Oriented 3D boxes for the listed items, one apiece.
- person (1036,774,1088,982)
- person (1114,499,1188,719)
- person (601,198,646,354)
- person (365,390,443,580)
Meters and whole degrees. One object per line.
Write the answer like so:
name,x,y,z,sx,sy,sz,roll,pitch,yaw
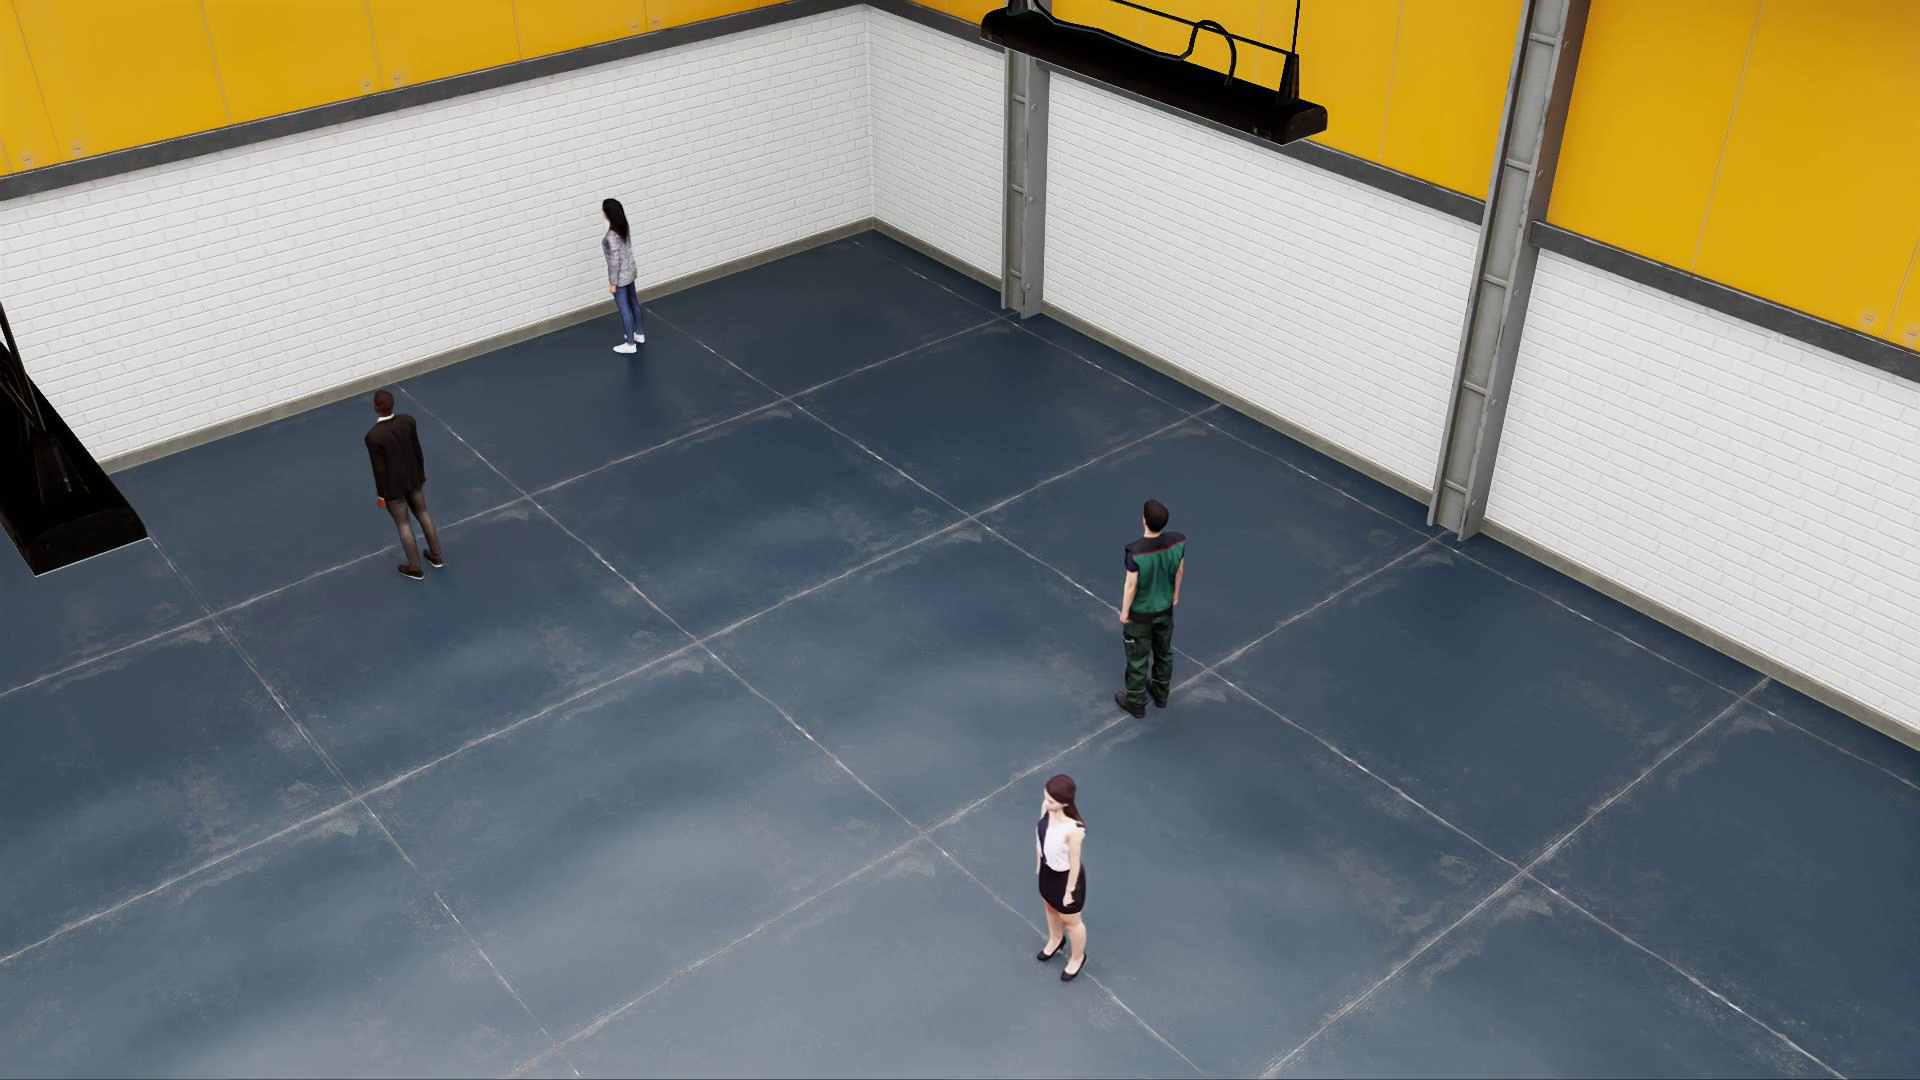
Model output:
person,0.649,2.125,10.517,0.618,1.646,0.476,-22,39,-29
person,1.453,0.518,12.705,0.723,1.900,0.658,-16,37,-23
person,-3.641,-2.869,17.950,0.709,1.734,0.690,9,35,13
person,-4.800,-0.488,14.310,0.635,1.800,0.707,21,39,29
